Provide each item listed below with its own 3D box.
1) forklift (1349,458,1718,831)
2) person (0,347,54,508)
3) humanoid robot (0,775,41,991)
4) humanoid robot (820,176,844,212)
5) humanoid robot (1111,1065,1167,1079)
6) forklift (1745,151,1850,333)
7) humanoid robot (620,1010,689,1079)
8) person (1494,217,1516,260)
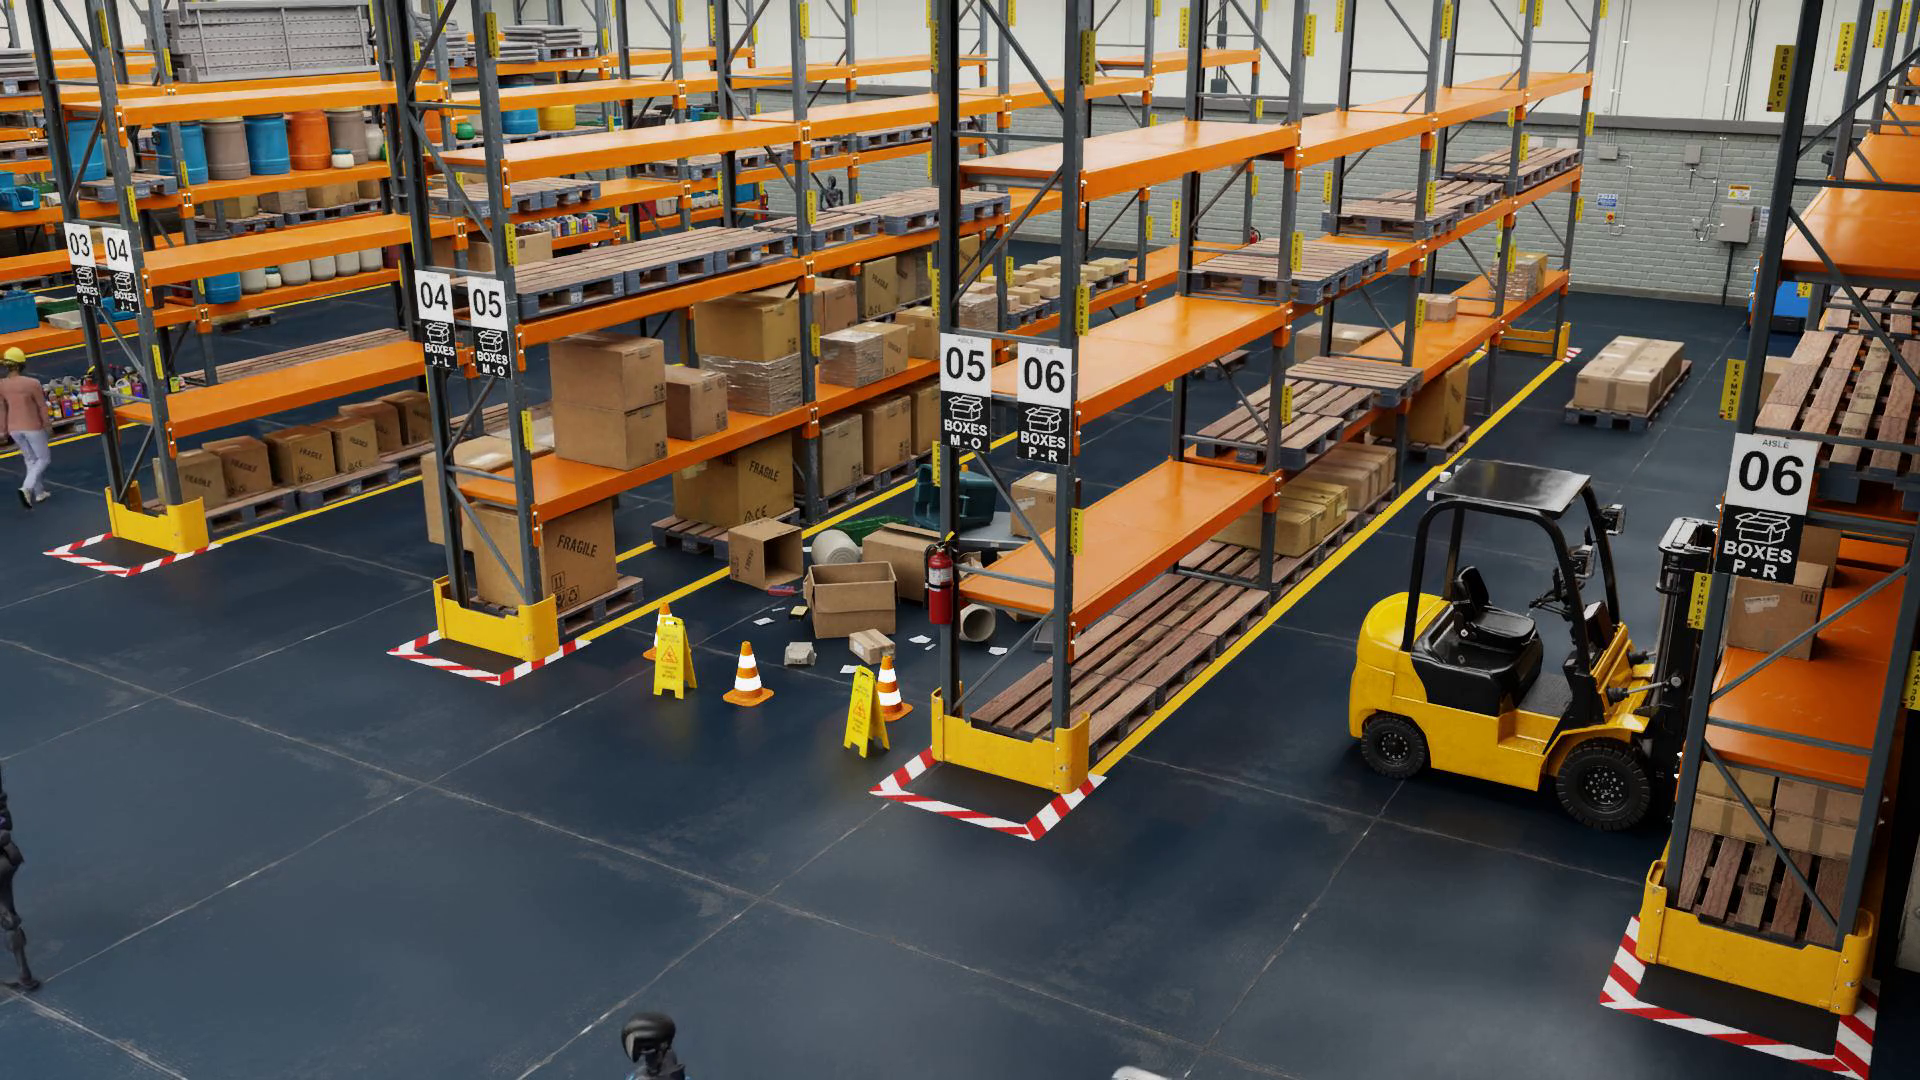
[{"bbox_3d":[3.988,0.658,11.776,2.313,2.155,1.214,11,22,29],"label":"forklift"},{"bbox_3d":[-10.020,-1.188,17.786,0.513,1.740,0.646,1,19,4],"label":"person"},{"bbox_3d":[-5.545,1.780,9.337,0.560,1.631,0.602,8,21,23],"label":"humanoid robot"},{"bbox_3d":[-2.516,-6.383,32.952,0.610,1.626,0.721,-14,23,-35],"label":"humanoid robot"},{"bbox_3d":[0.822,2.842,6.234,0.696,1.849,0.546,4,20,12],"label":"humanoid robot"},{"bbox_3d":[13.620,-4.667,26.137,1.873,2.768,1.129,11,22,29],"label":"forklift"},{"bbox_3d":[-1.205,2.657,6.821,0.518,1.664,0.595,0,19,0],"label":"humanoid robot"},{"bbox_3d":[9.031,-4.560,27.608,0.318,1.698,0.534,15,24,37],"label":"person"}]
